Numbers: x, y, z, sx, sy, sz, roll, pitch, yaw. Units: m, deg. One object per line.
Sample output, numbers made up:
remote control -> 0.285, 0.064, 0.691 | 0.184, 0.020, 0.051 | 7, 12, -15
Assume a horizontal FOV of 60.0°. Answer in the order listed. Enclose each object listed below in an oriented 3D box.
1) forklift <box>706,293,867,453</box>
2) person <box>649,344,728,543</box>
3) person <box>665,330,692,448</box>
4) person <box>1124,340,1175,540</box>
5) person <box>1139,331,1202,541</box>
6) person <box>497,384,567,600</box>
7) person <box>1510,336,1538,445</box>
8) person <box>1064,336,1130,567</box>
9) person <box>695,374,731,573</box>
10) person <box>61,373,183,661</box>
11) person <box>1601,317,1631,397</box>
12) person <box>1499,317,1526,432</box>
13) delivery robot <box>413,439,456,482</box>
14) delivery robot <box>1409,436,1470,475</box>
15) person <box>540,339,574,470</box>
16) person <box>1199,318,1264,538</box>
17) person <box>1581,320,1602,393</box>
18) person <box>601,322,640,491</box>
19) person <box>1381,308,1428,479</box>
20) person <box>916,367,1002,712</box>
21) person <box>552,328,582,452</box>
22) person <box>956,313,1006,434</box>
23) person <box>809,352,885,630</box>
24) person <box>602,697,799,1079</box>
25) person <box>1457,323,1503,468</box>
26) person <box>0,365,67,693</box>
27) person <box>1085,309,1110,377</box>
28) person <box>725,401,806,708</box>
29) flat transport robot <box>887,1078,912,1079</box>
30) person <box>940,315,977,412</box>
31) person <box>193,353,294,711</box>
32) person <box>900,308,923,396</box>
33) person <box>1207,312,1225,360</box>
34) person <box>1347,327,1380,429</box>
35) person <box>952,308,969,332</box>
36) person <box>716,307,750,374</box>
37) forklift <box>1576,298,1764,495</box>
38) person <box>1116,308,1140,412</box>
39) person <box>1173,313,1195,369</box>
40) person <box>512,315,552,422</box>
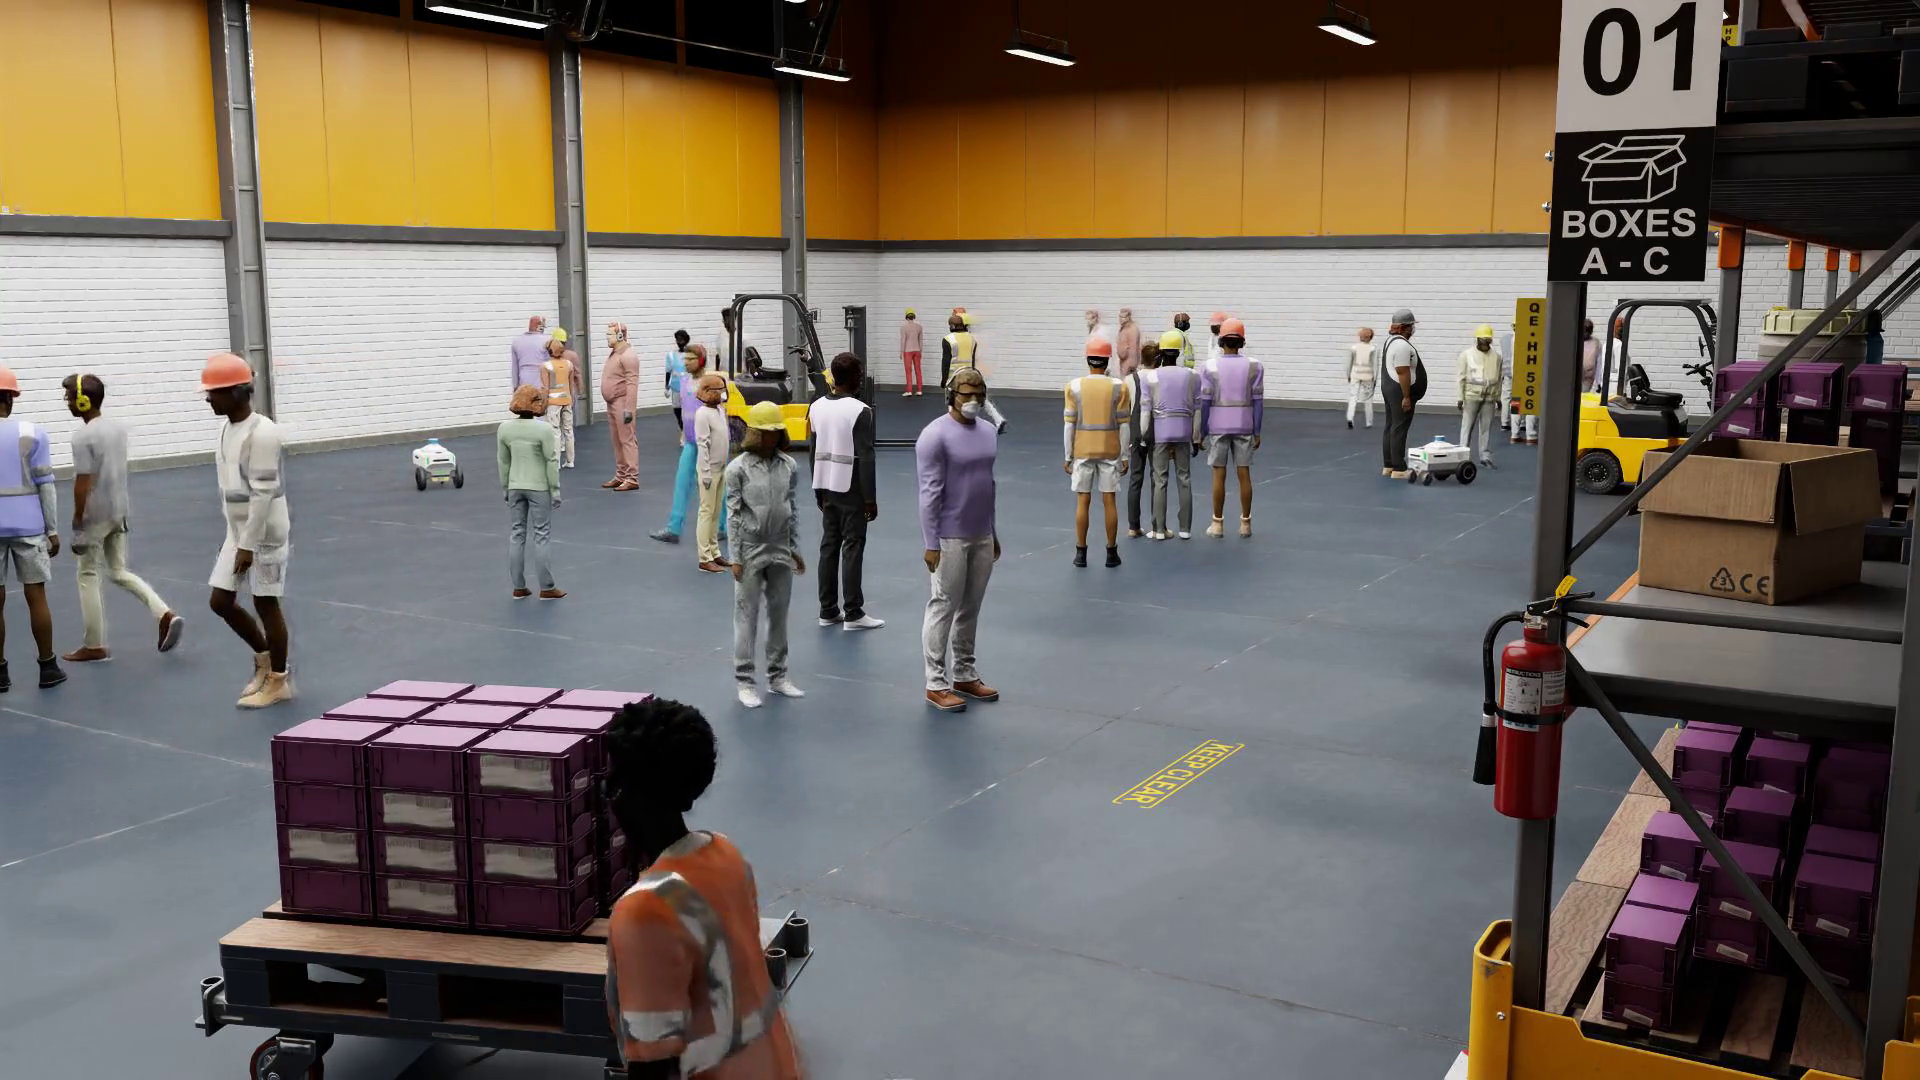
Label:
forklift -> -2.458, -2.344, 23.176 | 2.313, 2.155, 1.214 | 0, 9, -2
person -> -2.436, -0.850, 15.005 | 0.590, 1.813, 0.857 | 8, 12, 41
person -> -3.943, -2.173, 23.746 | 0.540, 1.669, 0.761 | 2, 9, 10
person -> 1.746, -0.918, 15.361 | 0.516, 1.843, 0.327 | 5, 11, 30
person -> 1.928, -0.951, 15.305 | 0.584, 1.928, 0.374 | -1, 9, -7
person -> -3.231, -0.358, 12.522 | 0.497, 1.634, 0.279 | 3, 10, 19
person -> 8.171, -2.313, 23.823 | 0.378, 1.932, 0.642 | -5, 10, -30
person -> 1.144, -0.734, 13.921 | 0.552, 1.935, 0.360 | 1, 9, 5
person -> -2.031, -0.557, 13.761 | 0.281, 1.634, 0.498 | 2, 9, 11
person -> -5.355, -0.131, 10.449 | 0.699, 1.845, 0.535 | 1, 9, 7
person -> 8.635, -1.987, 21.916 | 0.356, 1.883, 0.574 | 0, 9, -3
person -> 8.648, -2.585, 25.814 | 0.404, 1.827, 0.600 | -7, 12, -38
delivery robot -> -6.038, -0.918, 19.080 | 0.477, 0.478, 0.707 | -5, 11, -30
delivery robot -> 5.600, -0.975, 19.440 | 0.707, 0.478, 0.477 | -4, 10, -23
person -> -5.029, -1.686, 20.791 | 0.307, 1.641, 0.511 | 6, 11, 34
person -> 2.508, -1.036, 15.476 | 0.606, 2.045, 0.389 | 0, 9, 0
person -> 9.080, -2.321, 24.309 | 0.635, 1.777, 0.999 | 0, 9, -1
person -> -3.870, -1.513, 18.880 | 0.409, 1.907, 0.651 | -6, 11, -31
person -> 5.352, -1.766, 20.043 | 0.537, 2.000, 0.682 | 0, 9, -1
person -> 0.006, -0.013, 9.424 | 0.350, 1.935, 0.635 | 7, 12, 38
person -> -5.563, -2.111, 23.199 | 0.559, 1.715, 0.902 | 0, 9, 0
person -> 0.225, -2.517, 25.289 | 0.910, 1.882, 0.611 | 2, 9, 10
person -> -0.802, -0.334, 11.482 | 0.597, 1.918, 0.379 | 9, 13, 44
person -> -0.498, 1.127, 3.219 | 0.593, 1.647, 0.614 | 0, 9, 1
person -> 6.579, -1.819, 21.025 | 0.600, 1.829, 0.404 | -1, 9, -5
person -> -5.600, -0.066, 9.782 | 0.542, 1.929, 0.374 | -4, 10, -22
person -> 2.426, -2.961, 28.086 | 0.716, 1.869, 0.653 | -3, 10, -21
person -> -1.092, 0.077, 9.493 | 0.512, 1.737, 0.345 | -8, 12, -40
flat transport robot -> -0.477, 1.689, 3.977 | 1.431, 0.197, 0.652 | -8, 12, -41
person -> -0.051, -2.426, 24.788 | 0.627, 1.843, 0.429 | -8, 12, -42
person -> -3.981, -0.030, 9.293 | 0.603, 2.019, 0.459 | 7, 12, 38
person -> -0.985, -3.756, 33.337 | 0.527, 1.763, 0.333 | -6, 11, -33
person -> 3.971, -2.518, 25.229 | 0.924, 1.900, 0.531 | -7, 12, -38
person -> 6.385, -2.570, 26.389 | 0.521, 1.611, 0.768 | 4, 10, 22
person -> -0.016, -2.988, 28.169 | 0.355, 1.882, 0.576 | -3, 9, -15
person -> -3.442, -2.537, 25.094 | 0.613, 1.964, 0.361 | 5, 10, 29
forklift -> 7.954, -1.589, 18.462 | 2.313, 2.155, 1.214 | 5, 11, 30
person -> 3.039, -3.143, 29.216 | 0.687, 1.864, 0.698 | -3, 10, -20
person -> 3.460, -2.627, 26.038 | 0.429, 1.844, 0.626 | 0, 9, 2
person -> -5.800, -2.125, 22.776 | 0.696, 1.888, 0.422 | 4, 10, 22
